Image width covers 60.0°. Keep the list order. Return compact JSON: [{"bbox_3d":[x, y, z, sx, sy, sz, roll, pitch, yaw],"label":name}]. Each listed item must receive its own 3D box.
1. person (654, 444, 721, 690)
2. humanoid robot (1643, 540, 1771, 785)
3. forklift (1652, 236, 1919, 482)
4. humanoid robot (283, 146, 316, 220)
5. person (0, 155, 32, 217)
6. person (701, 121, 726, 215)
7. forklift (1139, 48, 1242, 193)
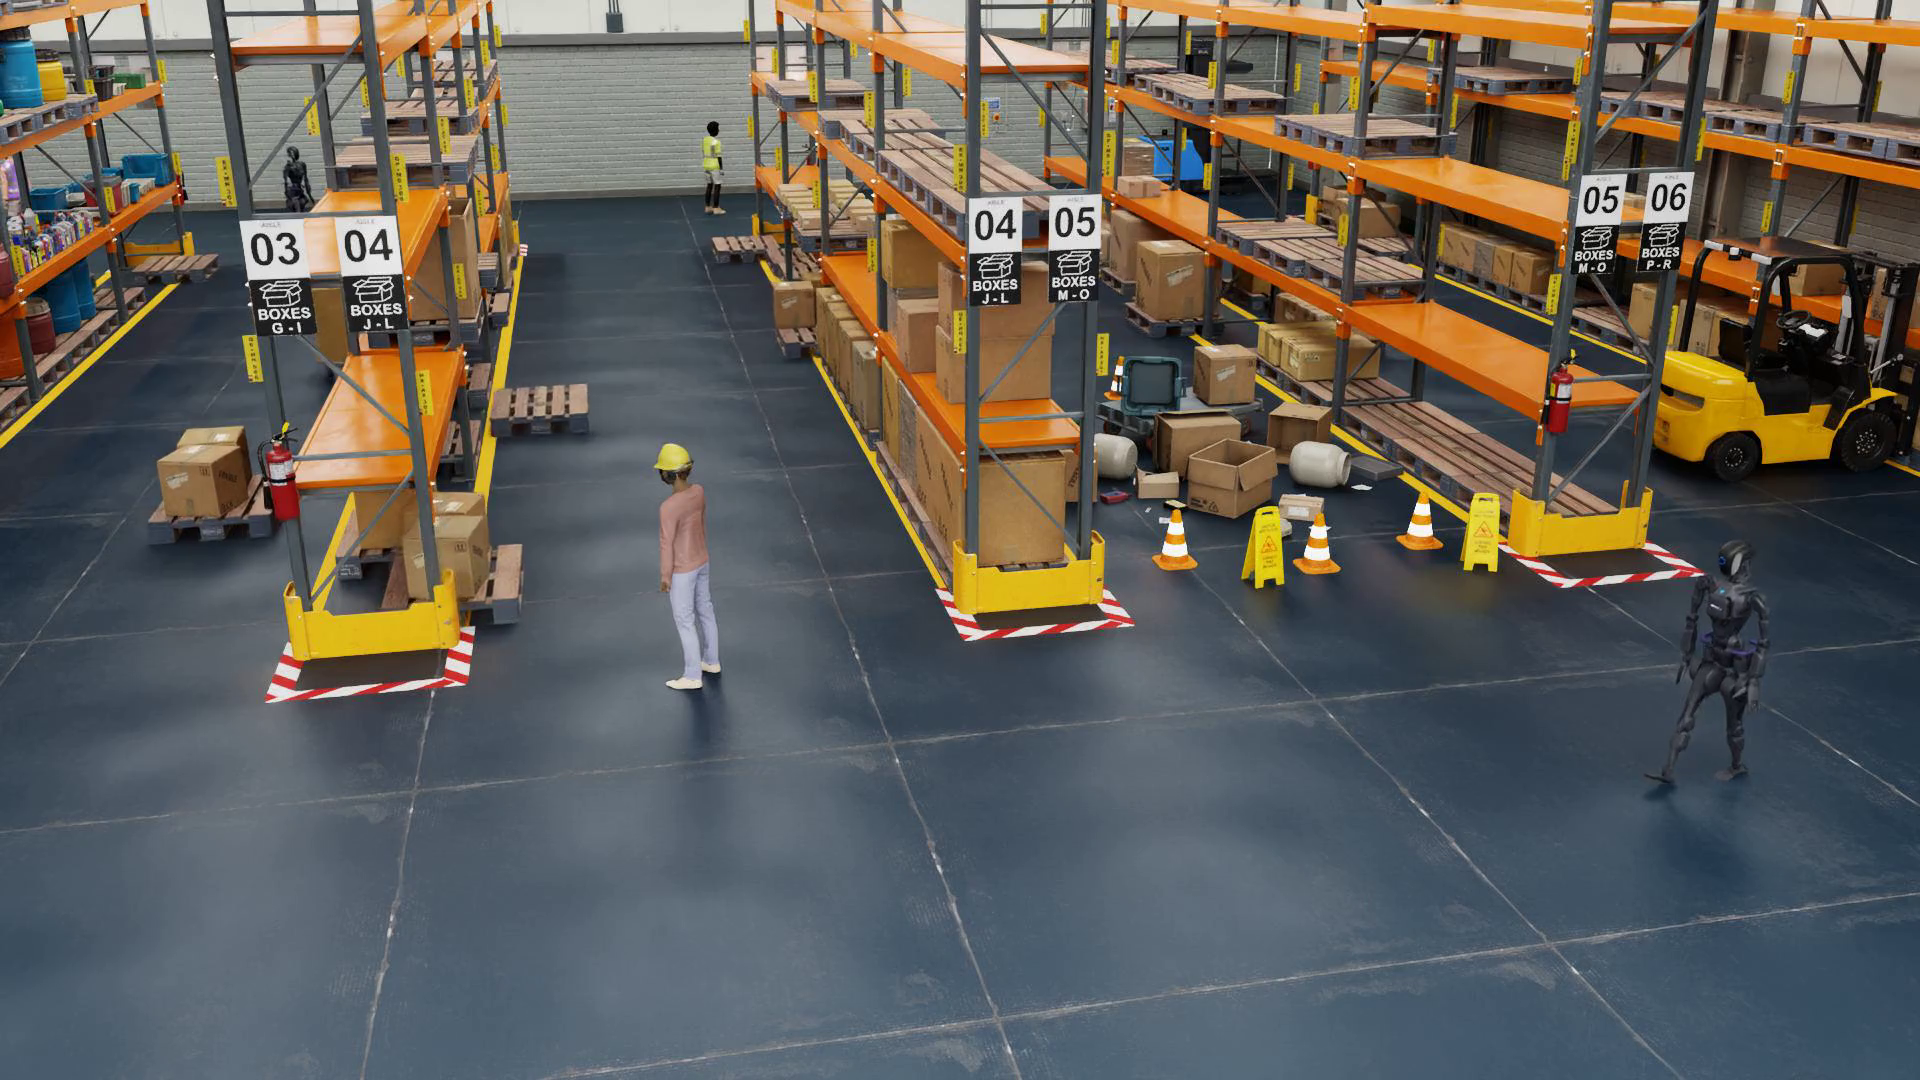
[{"bbox_3d":[-1.932,0.180,11.584,0.339,1.758,0.519,7,22,19],"label":"person"},{"bbox_3d":[4.648,0.781,10.139,0.773,1.628,0.597,-11,23,-27],"label":"humanoid robot"},{"bbox_3d":[8.013,-1.814,16.330,2.313,2.155,1.214,-4,21,-12],"label":"forklift"},{"bbox_3d":[-10.937,-5.691,27.558,0.753,1.625,0.591,7,21,18],"label":"humanoid robot"},{"bbox_3d":[-15.369,-5.564,27.148,0.346,1.688,0.489,11,23,28],"label":"person"},{"bbox_3d":[-4.531,-6.832,30.565,0.319,1.685,0.537,-19,27,-41],"label":"person"},{"bbox_3d":[4.566,-8.313,32.860,1.873,2.768,1.129,-4,21,-12],"label":"forklift"}]
